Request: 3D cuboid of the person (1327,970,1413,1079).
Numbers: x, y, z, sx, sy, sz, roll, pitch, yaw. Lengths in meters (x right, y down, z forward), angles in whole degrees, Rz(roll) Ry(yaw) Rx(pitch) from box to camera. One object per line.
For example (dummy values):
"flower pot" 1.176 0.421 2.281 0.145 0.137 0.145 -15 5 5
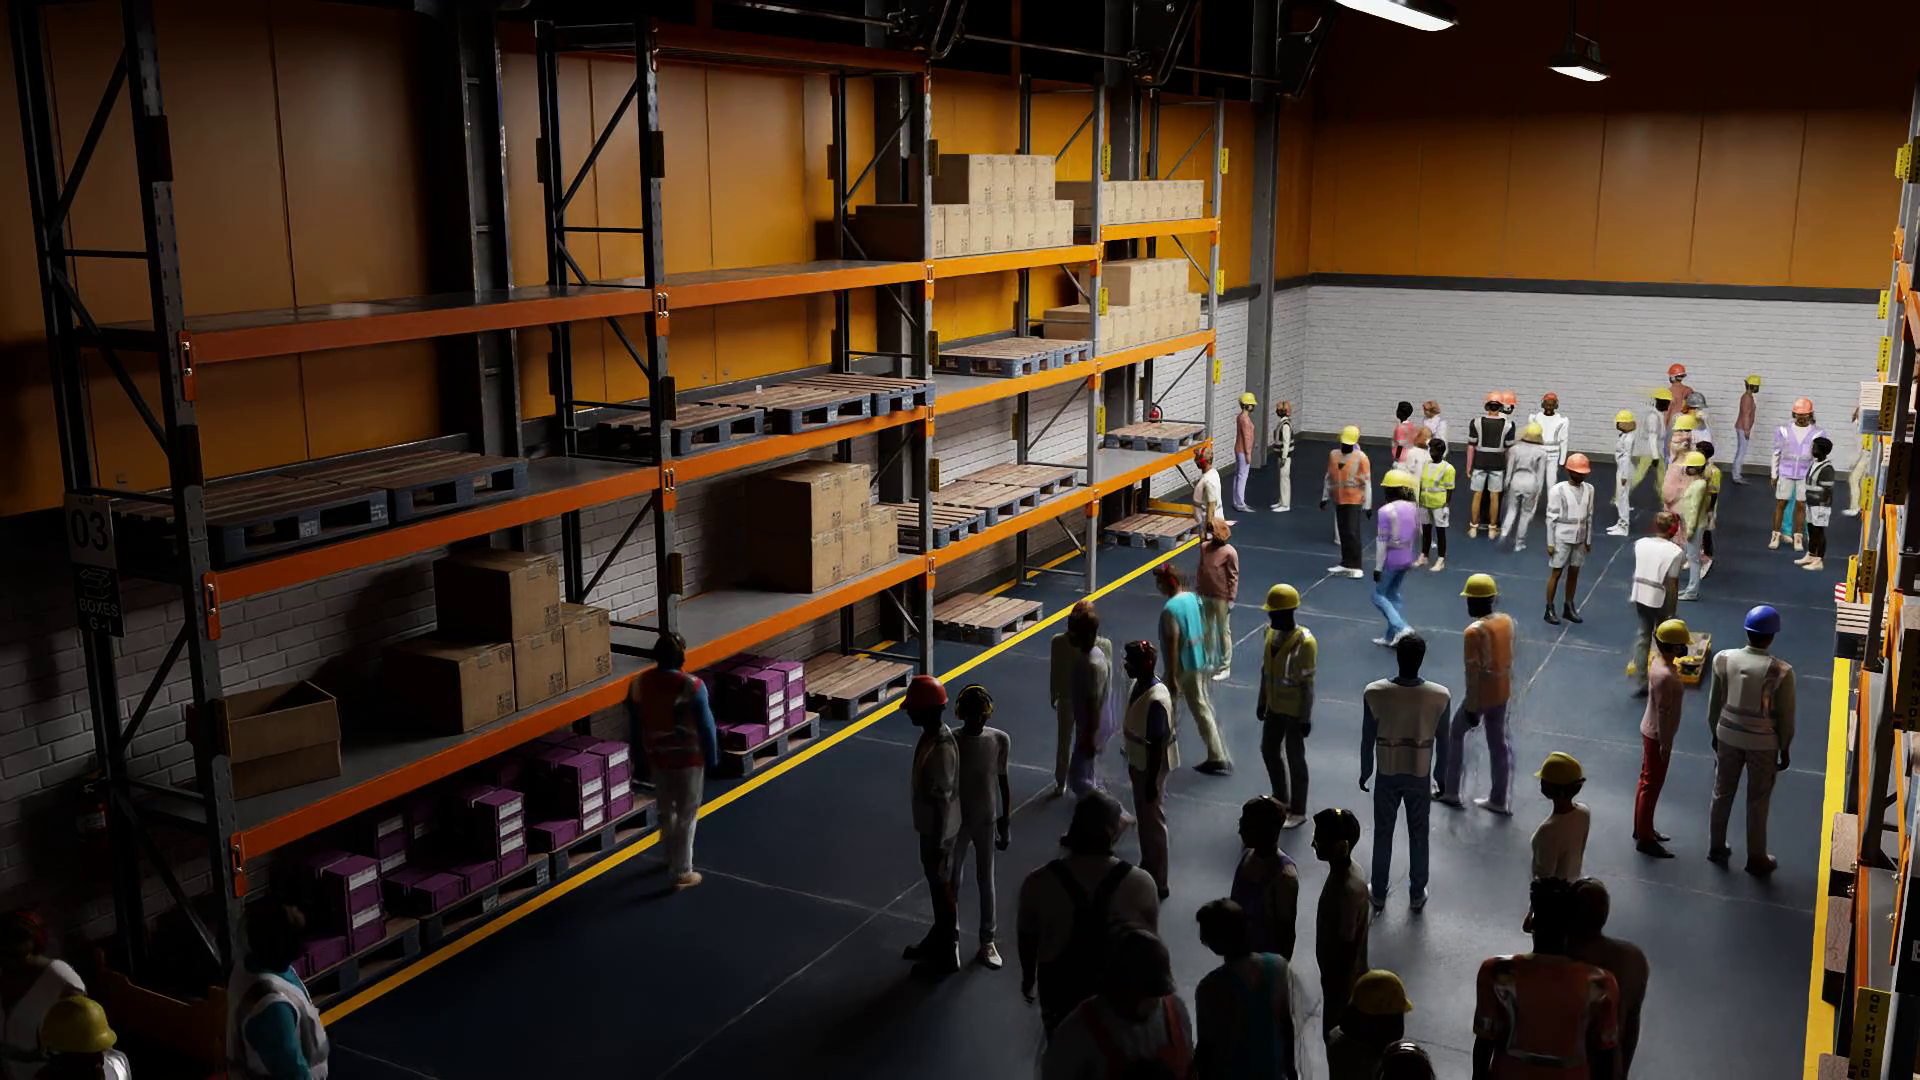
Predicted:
"person" 1.709 2.628 7.045 0.338 1.735 0.486 -4 13 -16

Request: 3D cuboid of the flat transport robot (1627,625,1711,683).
"flat transport robot" 7.257 1.144 16.981 0.652 0.197 1.431 7 14 28

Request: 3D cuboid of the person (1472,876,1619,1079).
"person" 2.570 2.433 7.382 0.610 1.964 0.366 3 13 14

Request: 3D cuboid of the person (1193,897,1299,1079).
"person" 1.335 2.480 7.515 0.671 1.822 0.463 -7 14 -27

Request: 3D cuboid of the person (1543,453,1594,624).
"person" 6.773 -0.016 18.435 0.552 1.930 0.390 -3 13 -15

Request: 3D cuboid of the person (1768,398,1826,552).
"person" 11.045 -0.865 21.977 0.607 2.044 0.371 6 14 24

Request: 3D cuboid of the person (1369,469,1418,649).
"person" 4.551 0.216 17.419 0.618 1.910 0.487 -10 16 -39

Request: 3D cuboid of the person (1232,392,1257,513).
"person" 4.201 -1.293 24.518 0.307 1.770 0.525 -1 13 -3

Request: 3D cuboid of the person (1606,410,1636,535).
"person" 9.133 -0.929 22.969 0.321 1.737 0.488 4 13 17

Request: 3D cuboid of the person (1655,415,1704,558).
"person" 9.309 -0.670 21.462 0.970 1.882 0.610 -4 13 -17

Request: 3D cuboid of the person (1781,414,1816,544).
"person" 11.349 -0.861 22.421 0.539 1.837 0.375 1 13 6

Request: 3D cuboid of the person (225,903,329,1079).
"person" -2.940 2.483 7.517 0.919 1.798 0.649 -6 14 -24

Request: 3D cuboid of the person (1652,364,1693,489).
"person" 11.218 -1.777 26.164 0.610 1.996 0.384 -6 14 -25

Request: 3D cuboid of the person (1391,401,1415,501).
"person" 6.402 -1.167 24.105 0.318 1.700 0.535 7 14 29

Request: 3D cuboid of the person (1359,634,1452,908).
"person" 3.022 1.577 11.326 0.594 1.919 0.387 2 13 9

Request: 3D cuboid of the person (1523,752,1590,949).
"person" 3.385 2.060 9.506 0.311 1.768 0.522 12 17 43

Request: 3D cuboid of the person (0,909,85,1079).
"person" -4.111 2.487 7.515 0.654 1.823 0.433 6 14 27

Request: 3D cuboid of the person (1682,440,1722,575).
"person" 9.222 -0.404 20.711 0.320 1.694 0.534 -4 13 -17

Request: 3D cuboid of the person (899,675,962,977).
"person" -0.185 1.776 10.413 0.385 1.931 0.545 -2 13 -10

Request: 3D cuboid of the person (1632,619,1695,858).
"person" 5.187 1.441 12.277 0.308 1.769 0.525 4 13 18

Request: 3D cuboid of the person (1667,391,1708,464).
"person" 10.616 -1.256 24.262 0.530 1.819 0.991 6 14 26

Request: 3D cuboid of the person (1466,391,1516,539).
"person" 7.228 -1.015 22.694 0.617 2.028 0.410 4 13 16

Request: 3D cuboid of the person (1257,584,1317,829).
"person" 2.481 1.263 12.750 0.409 1.916 0.584 -6 14 -25

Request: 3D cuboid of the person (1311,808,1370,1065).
"person" 1.907 2.246 8.461 0.328 1.863 0.508 2 13 8

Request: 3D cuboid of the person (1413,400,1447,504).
"person" 7.031 -1.275 24.761 0.343 1.623 0.560 -7 14 -27

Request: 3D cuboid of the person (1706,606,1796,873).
"person" 5.675 1.422 11.953 0.384 1.949 0.605 -10 16 -39

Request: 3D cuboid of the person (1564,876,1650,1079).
"person" 2.765 2.428 7.470 0.635 1.937 0.354 -5 14 -21

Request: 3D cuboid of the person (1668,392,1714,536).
"person" 9.935 -0.998 22.578 0.689 2.000 0.538 -9 15 -35

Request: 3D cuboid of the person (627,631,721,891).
"person" -2.004 1.532 11.743 0.635 1.841 0.472 5 14 23

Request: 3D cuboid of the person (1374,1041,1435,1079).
"person" 1.640 2.754 6.244 0.507 1.838 0.337 1 13 5

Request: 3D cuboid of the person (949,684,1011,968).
"person" 0.072 1.798 10.478 0.510 1.860 0.333 -2 13 -7

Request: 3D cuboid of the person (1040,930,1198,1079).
"person" 0.732 2.502 6.906 0.689 2.000 1.030 -9 16 -36

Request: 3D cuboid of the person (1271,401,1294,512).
"person" 4.766 -1.234 24.543 0.310 1.638 0.523 1 13 6

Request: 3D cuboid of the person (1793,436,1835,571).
"person" 10.800 -0.463 20.957 0.317 1.695 0.540 1 13 6

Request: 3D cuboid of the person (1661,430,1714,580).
"person" 8.810 -0.400 20.243 0.623 1.887 0.651 1 13 4

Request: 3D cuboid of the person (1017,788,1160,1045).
"person" 0.633 2.190 8.302 0.699 2.000 0.684 1 13 5

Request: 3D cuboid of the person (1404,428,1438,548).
"person" 6.222 -0.740 22.432 0.510 1.593 0.832 -6 14 -25

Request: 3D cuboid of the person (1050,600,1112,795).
"person" 0.969 1.273 13.354 0.503 1.622 0.299 2 13 10

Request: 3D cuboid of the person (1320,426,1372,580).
"person" 4.780 -0.486 20.599 0.422 1.902 0.782 -8 15 -32

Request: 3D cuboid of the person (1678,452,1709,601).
"person" 8.568 -0.163 19.476 0.340 1.760 0.525 6 14 24

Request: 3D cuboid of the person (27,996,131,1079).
"person" -3.483 2.671 6.652 0.403 1.824 0.591 5 13 20

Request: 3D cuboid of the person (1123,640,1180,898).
"person" 1.312 1.576 11.527 0.393 1.836 0.561 -2 13 -8

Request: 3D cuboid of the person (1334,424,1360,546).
"person" 5.212 -0.743 22.327 0.305 1.645 0.522 9 16 36

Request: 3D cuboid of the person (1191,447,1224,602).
"person" 2.878 -0.176 19.354 0.389 1.838 0.563 1 13 6

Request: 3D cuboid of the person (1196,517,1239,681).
"person" 2.528 0.572 16.466 0.269 1.632 0.509 -9 15 -35

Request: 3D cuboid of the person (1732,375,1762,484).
"person" 12.636 -1.778 26.719 0.342 1.757 0.534 5 14 22

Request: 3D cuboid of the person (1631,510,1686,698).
"person" 6.663 0.613 15.848 0.516 1.818 0.561 -7 14 -29

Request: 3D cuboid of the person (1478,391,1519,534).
"person" 7.484 -1.077 23.060 0.408 1.986 0.616 -3 13 -12

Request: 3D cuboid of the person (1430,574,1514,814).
"person" 4.056 1.191 13.107 0.614 1.898 0.772 -9 15 -35

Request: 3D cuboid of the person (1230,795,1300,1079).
"person" 1.554 2.204 8.681 0.345 1.846 0.507 -5 13 -20

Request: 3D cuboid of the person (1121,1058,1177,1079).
"person" 0.701 2.761 6.581 0.530 1.669 0.784 -1 13 -2

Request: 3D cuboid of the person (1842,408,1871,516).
"person" 13.162 -1.173 24.329 0.341 1.617 0.538 7 14 29

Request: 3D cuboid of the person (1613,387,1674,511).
"person" 10.170 -1.318 24.411 1.021 1.871 0.600 9 16 36

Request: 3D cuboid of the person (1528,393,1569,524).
"person" 8.341 -1.165 23.695 0.575 1.880 0.360 7 15 30

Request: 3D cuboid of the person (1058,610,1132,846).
"person" 0.967 1.402 12.303 0.446 1.833 0.517 0 13 -2

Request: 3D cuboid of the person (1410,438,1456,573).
"person" 5.953 -0.445 20.881 0.319 1.695 0.533 -8 15 -32

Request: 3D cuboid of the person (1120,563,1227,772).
"person" 1.832 1.066 13.933 0.975 1.781 0.564 8 15 32

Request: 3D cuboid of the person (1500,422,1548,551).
"person" 7.454 -0.694 21.944 0.522 1.708 0.519 10 16 37
